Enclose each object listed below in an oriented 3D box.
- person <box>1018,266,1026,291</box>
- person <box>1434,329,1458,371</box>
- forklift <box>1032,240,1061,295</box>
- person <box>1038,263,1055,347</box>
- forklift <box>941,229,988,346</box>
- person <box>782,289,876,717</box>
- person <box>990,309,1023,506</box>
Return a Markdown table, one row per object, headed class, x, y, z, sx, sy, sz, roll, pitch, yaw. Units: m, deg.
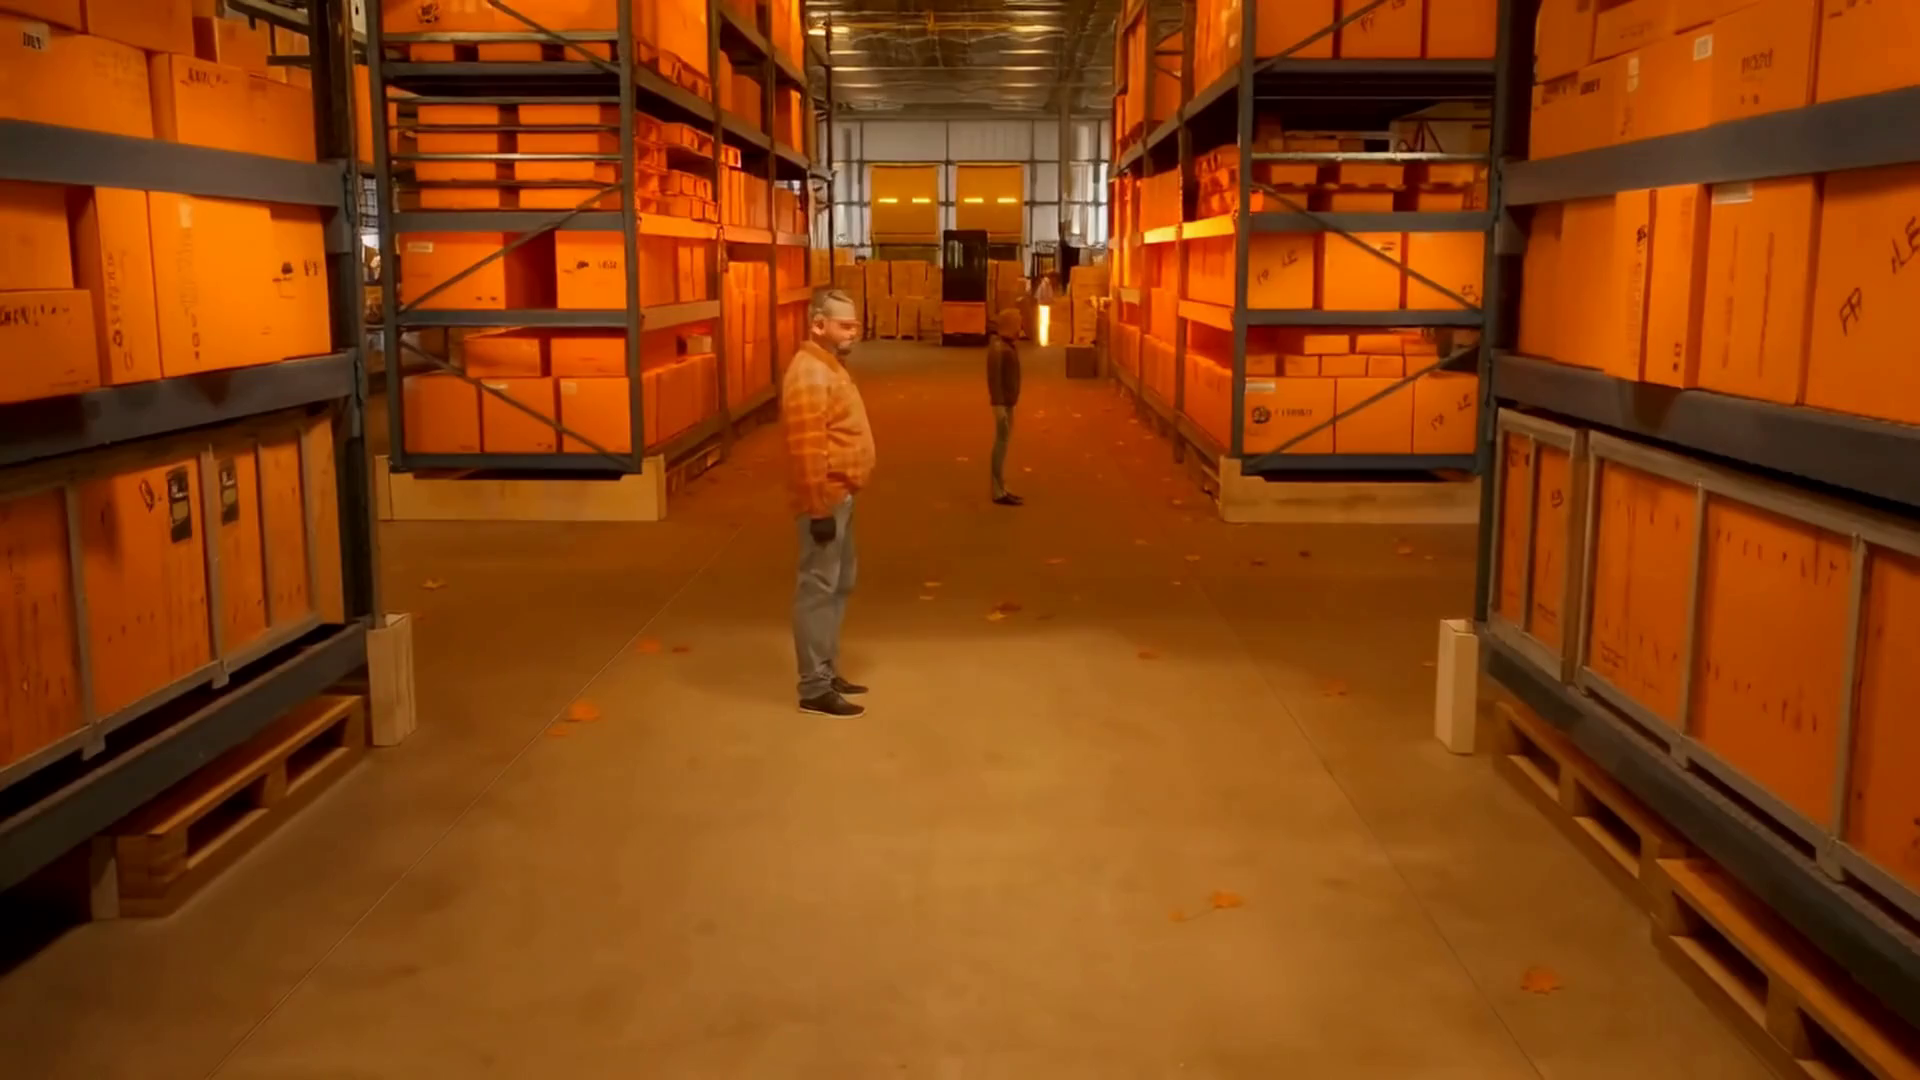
| class | x | y | z | sx | sy | sz | roll | pitch | yaw |
| --- | --- | --- | --- | --- | --- | --- | --- | --- | --- |
| person | 2.388 | -9.704 | 64.670 | 0.360 | 1.884 | 0.574 | 1 | 9 | 3 |
| person | 7.403 | -3.136 | 25.255 | 0.401 | 1.910 | 0.640 | 1 | 9 | 3 |
| forklift | 3.172 | -9.648 | 61.356 | 1.129 | 2.768 | 1.873 | 0 | 9 | 1 |
| person | 2.076 | -5.646 | 40.025 | 0.387 | 1.996 | 0.611 | 1 | 9 | 3 |
| forklift | 0.124 | -6.117 | 40.203 | 1.129 | 2.768 | 1.873 | 0 | 9 | 1 |
| person | -0.580 | -0.171 | 7.514 | 0.401 | 1.904 | 0.640 | 1 | 9 | 3 |
| person | 0.392 | -1.103 | 13.896 | 0.285 | 1.634 | 0.499 | 1 | 9 | 3 |
